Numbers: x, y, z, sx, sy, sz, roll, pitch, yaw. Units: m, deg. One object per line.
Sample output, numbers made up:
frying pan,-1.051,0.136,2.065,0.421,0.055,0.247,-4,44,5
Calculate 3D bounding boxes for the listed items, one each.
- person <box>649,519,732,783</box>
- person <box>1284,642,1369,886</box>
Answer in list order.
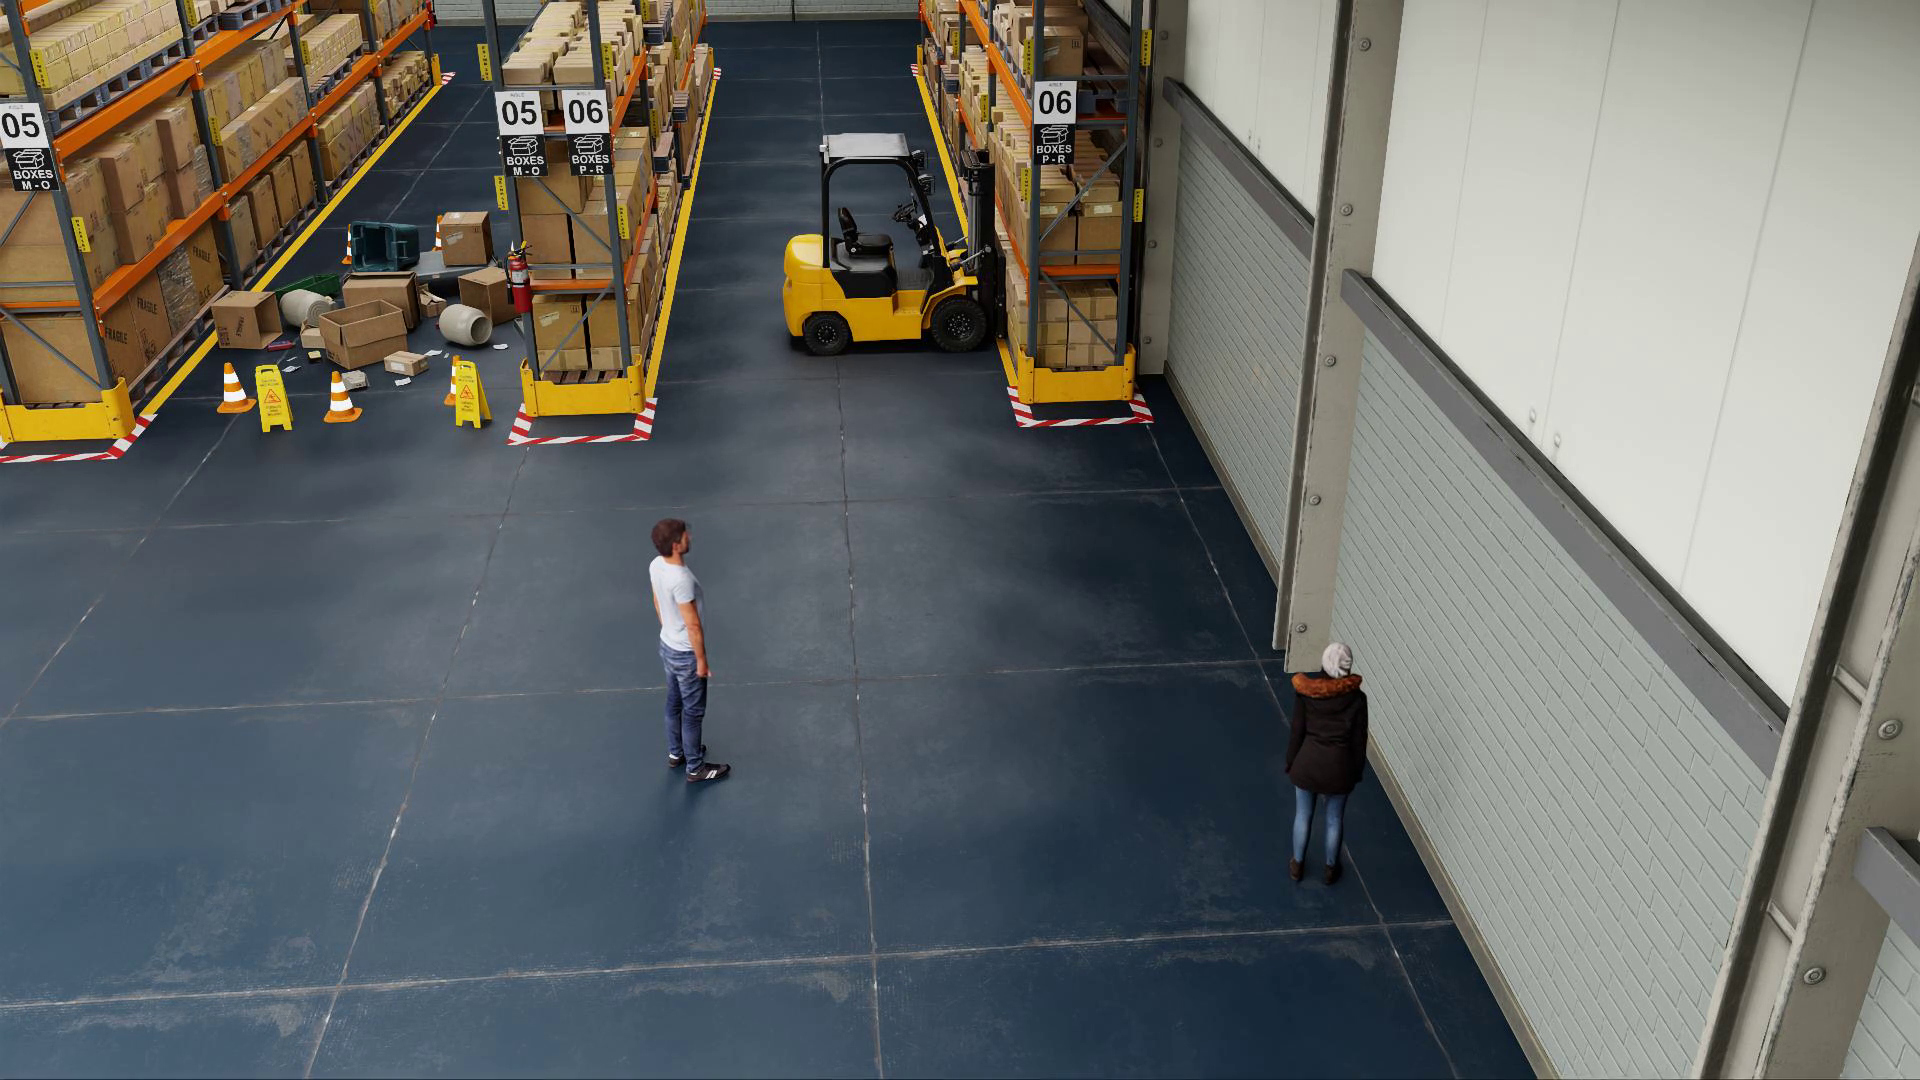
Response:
person,-1.802,0.706,10.779,0.768,1.867,0.659,-19,33,-32
person,2.156,1.319,9.843,0.710,1.634,0.707,7,28,13
